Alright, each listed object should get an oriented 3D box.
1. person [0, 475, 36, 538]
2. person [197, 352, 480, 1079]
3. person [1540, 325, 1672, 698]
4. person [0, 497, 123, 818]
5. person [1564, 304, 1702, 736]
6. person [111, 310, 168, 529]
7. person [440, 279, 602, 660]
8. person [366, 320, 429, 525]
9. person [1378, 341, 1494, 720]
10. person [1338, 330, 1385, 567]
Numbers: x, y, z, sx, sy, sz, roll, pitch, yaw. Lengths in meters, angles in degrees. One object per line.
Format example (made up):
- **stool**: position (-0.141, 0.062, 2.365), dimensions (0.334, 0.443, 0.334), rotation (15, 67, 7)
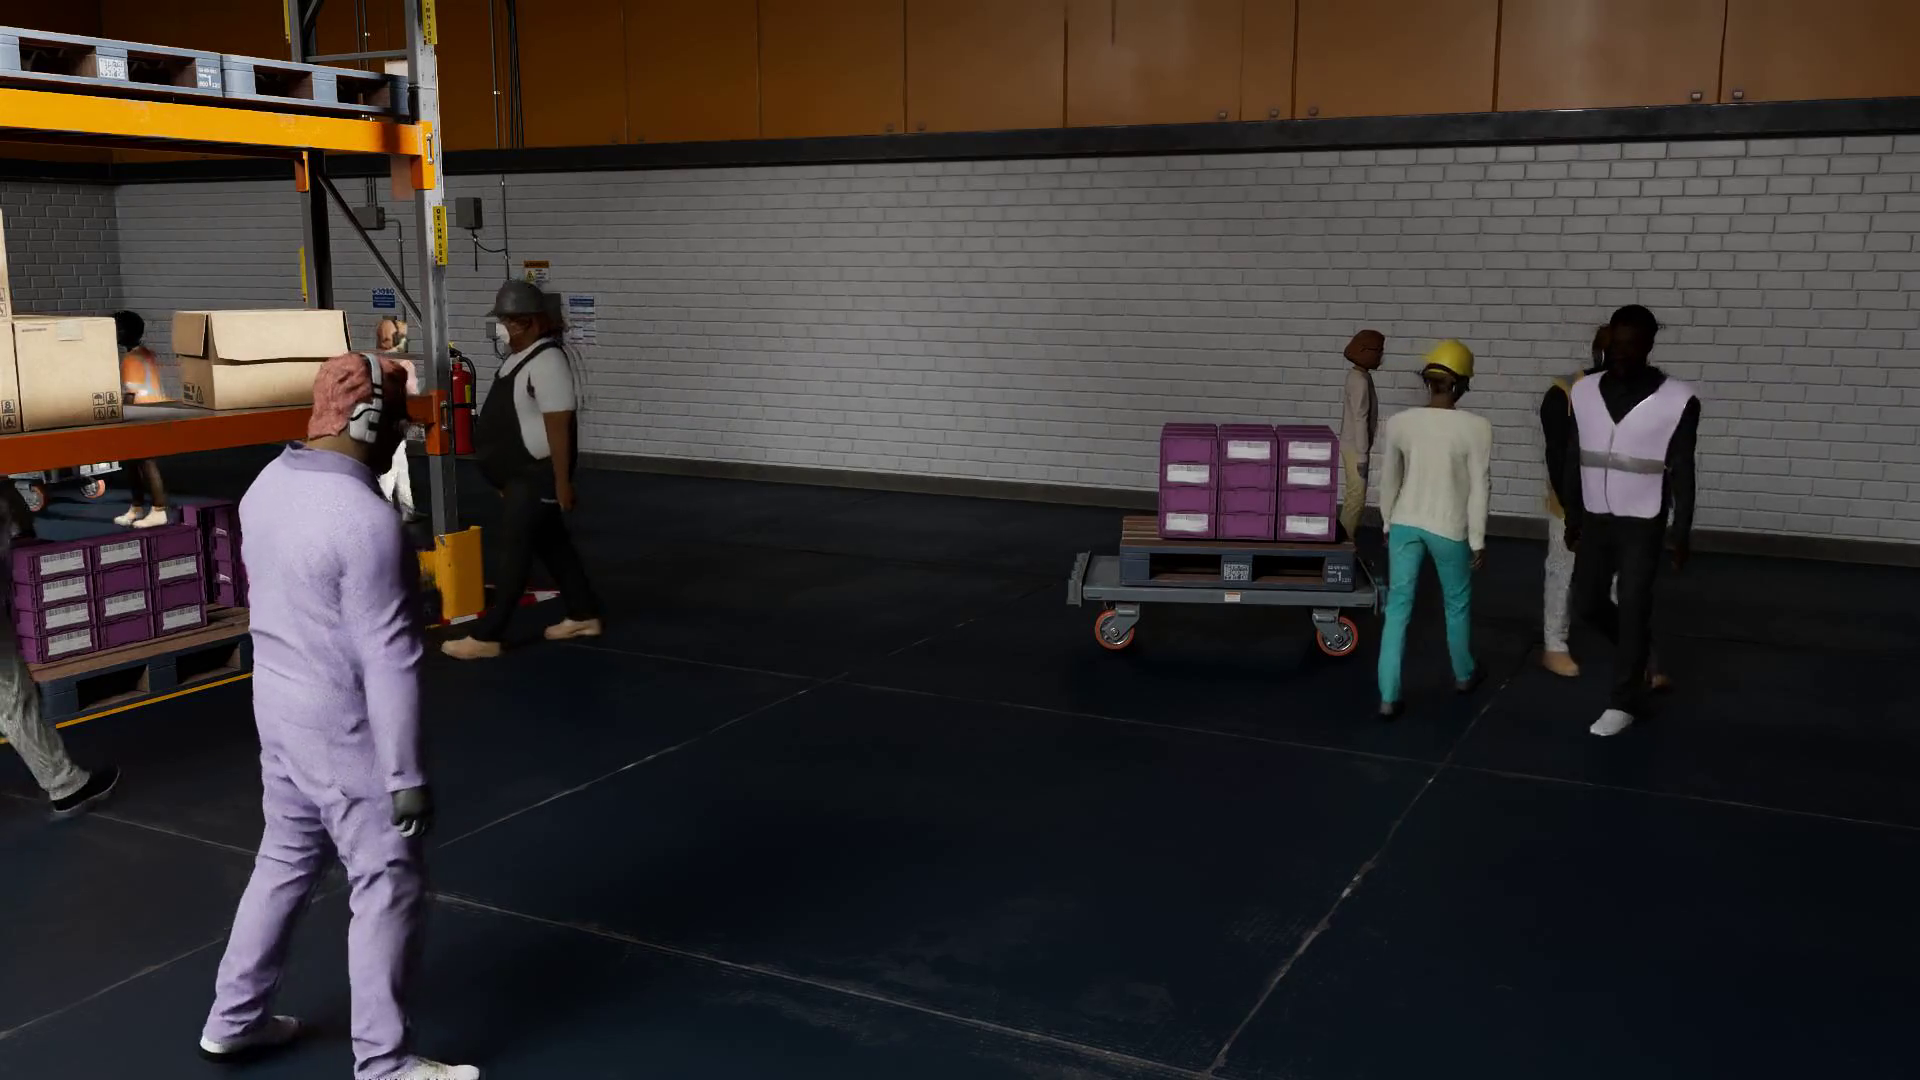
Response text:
- **person**: position (-5.291, -0.377, 9.097), dimensions (0.569, 1.882, 0.976), rotation (5, 11, 28)
- **person**: position (-1.591, 0.486, 4.132), dimensions (0.818, 1.886, 0.532), rotation (9, 13, 42)
- **person**: position (3.129, -0.152, 8.078), dimensions (0.618, 1.785, 0.945), rotation (0, 10, -3)
- **person**: position (-3.581, 0.216, 5.971), dimensions (0.602, 1.784, 0.921), rotation (5, 11, 24)
- **person**: position (3.025, -0.102, 7.453), dimensions (0.624, 1.904, 0.601), rotation (-9, 13, -41)
- **person**: position (-6.385, -0.912, 12.742), dimensions (0.526, 1.683, 0.555), rotation (-3, 10, -18)
- **person**: position (-2.342, -0.415, 8.880), dimensions (0.929, 2.000, 0.696), rotation (-5, 11, -27)
- **person**: position (-4.295, -0.877, 12.791), dimensions (0.540, 1.608, 0.731), rotation (7, 12, 35)
- **person**: position (2.222, -0.057, 7.724), dimensions (0.564, 1.717, 0.921), rotation (7, 12, 37)
- **person**: position (2.658, -0.580, 11.044), dimensions (0.294, 1.623, 0.508), rotation (2, 10, 9)
